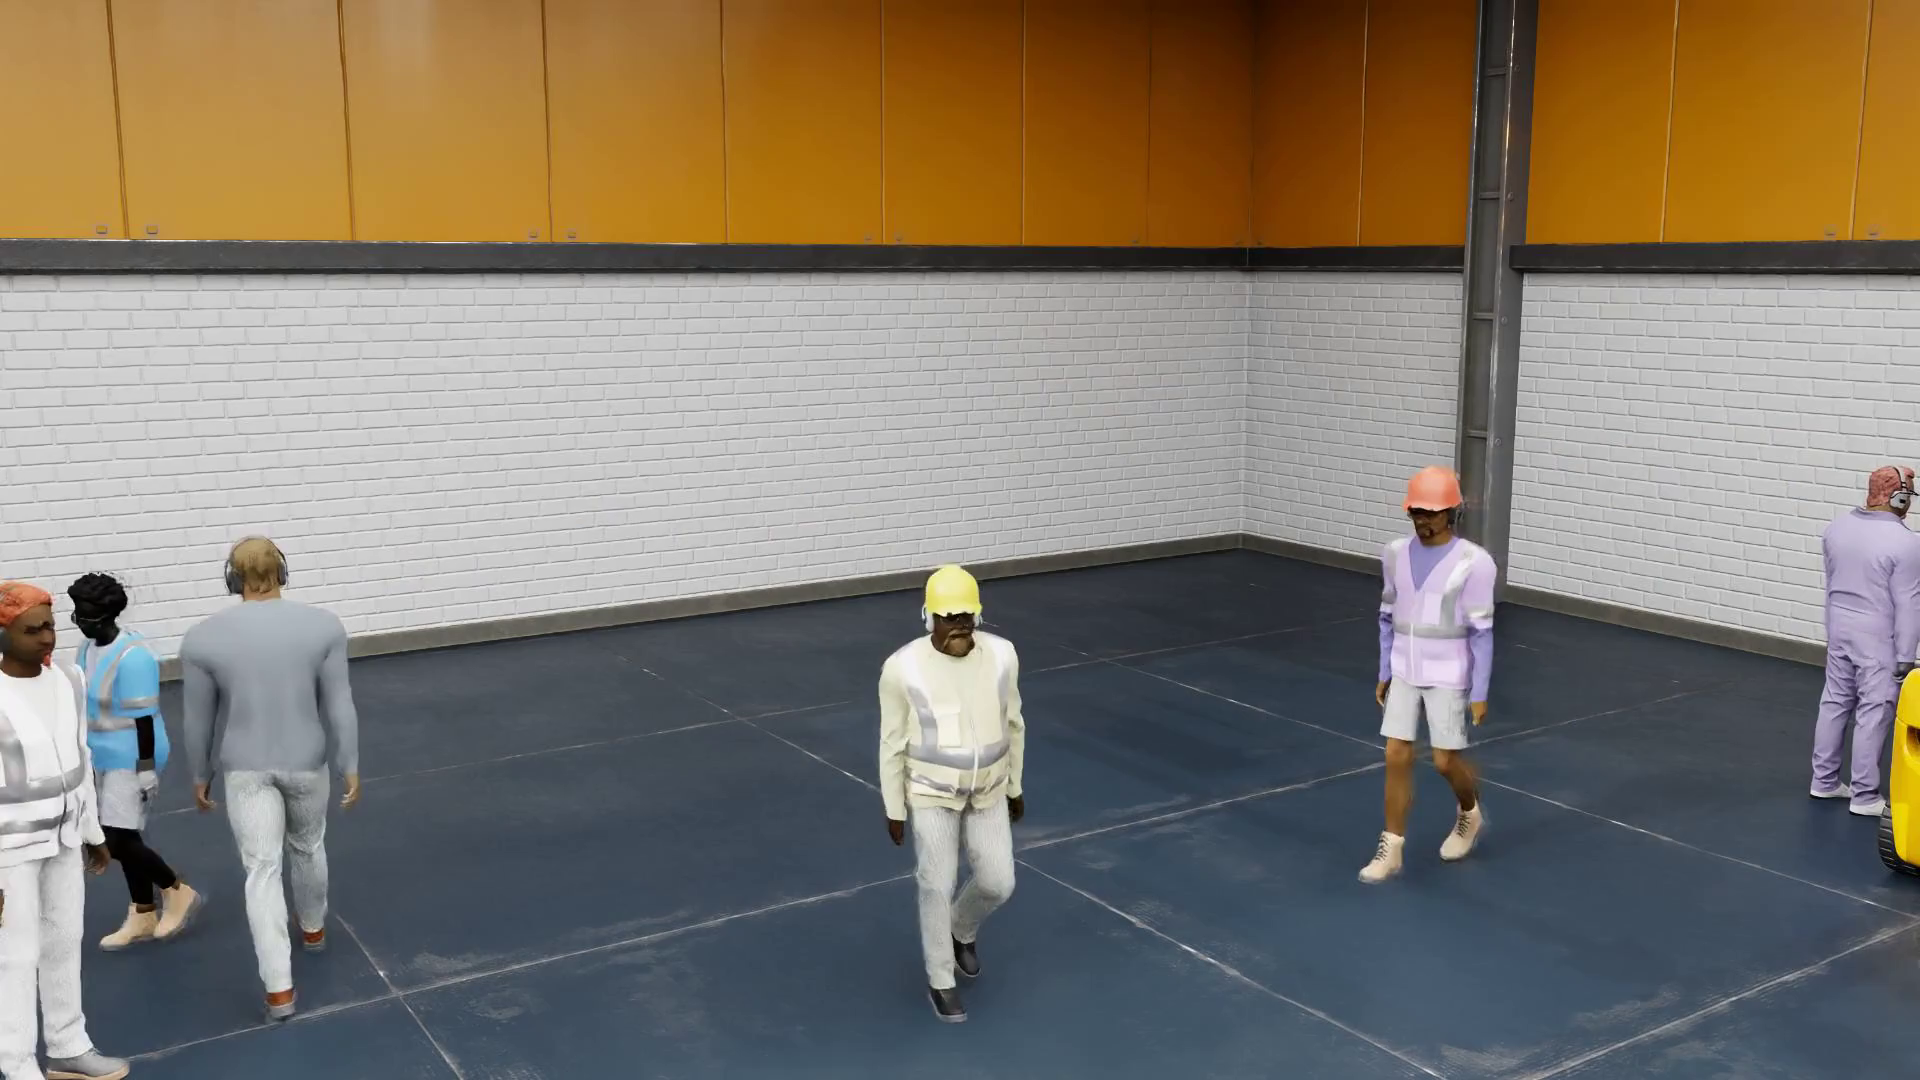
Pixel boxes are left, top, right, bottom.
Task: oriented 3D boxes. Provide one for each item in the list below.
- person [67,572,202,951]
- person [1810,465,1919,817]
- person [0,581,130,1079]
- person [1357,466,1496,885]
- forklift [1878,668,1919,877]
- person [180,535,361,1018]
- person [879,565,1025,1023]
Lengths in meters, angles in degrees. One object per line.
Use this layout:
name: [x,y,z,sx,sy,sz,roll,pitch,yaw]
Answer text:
person: [-3.610,0.953,7.145,0.549,1.674,0.363,8,12,39]
person: [4.940,0.541,8.983,0.403,1.900,0.637,-2,10,-14]
person: [-3.211,1.077,5.821,0.414,1.881,0.612,2,10,14]
person: [2.298,0.635,8.049,0.797,2.024,0.618,-8,12,-40]
forklift: [5.511,0.571,7.906,2.313,2.155,1.214,-6,11,-33]
person: [-2.805,0.918,6.799,0.641,1.881,1.012,-5,10,-26]
person: [-0.026,0.981,6.568,0.616,1.814,0.439,-4,10,-22]
